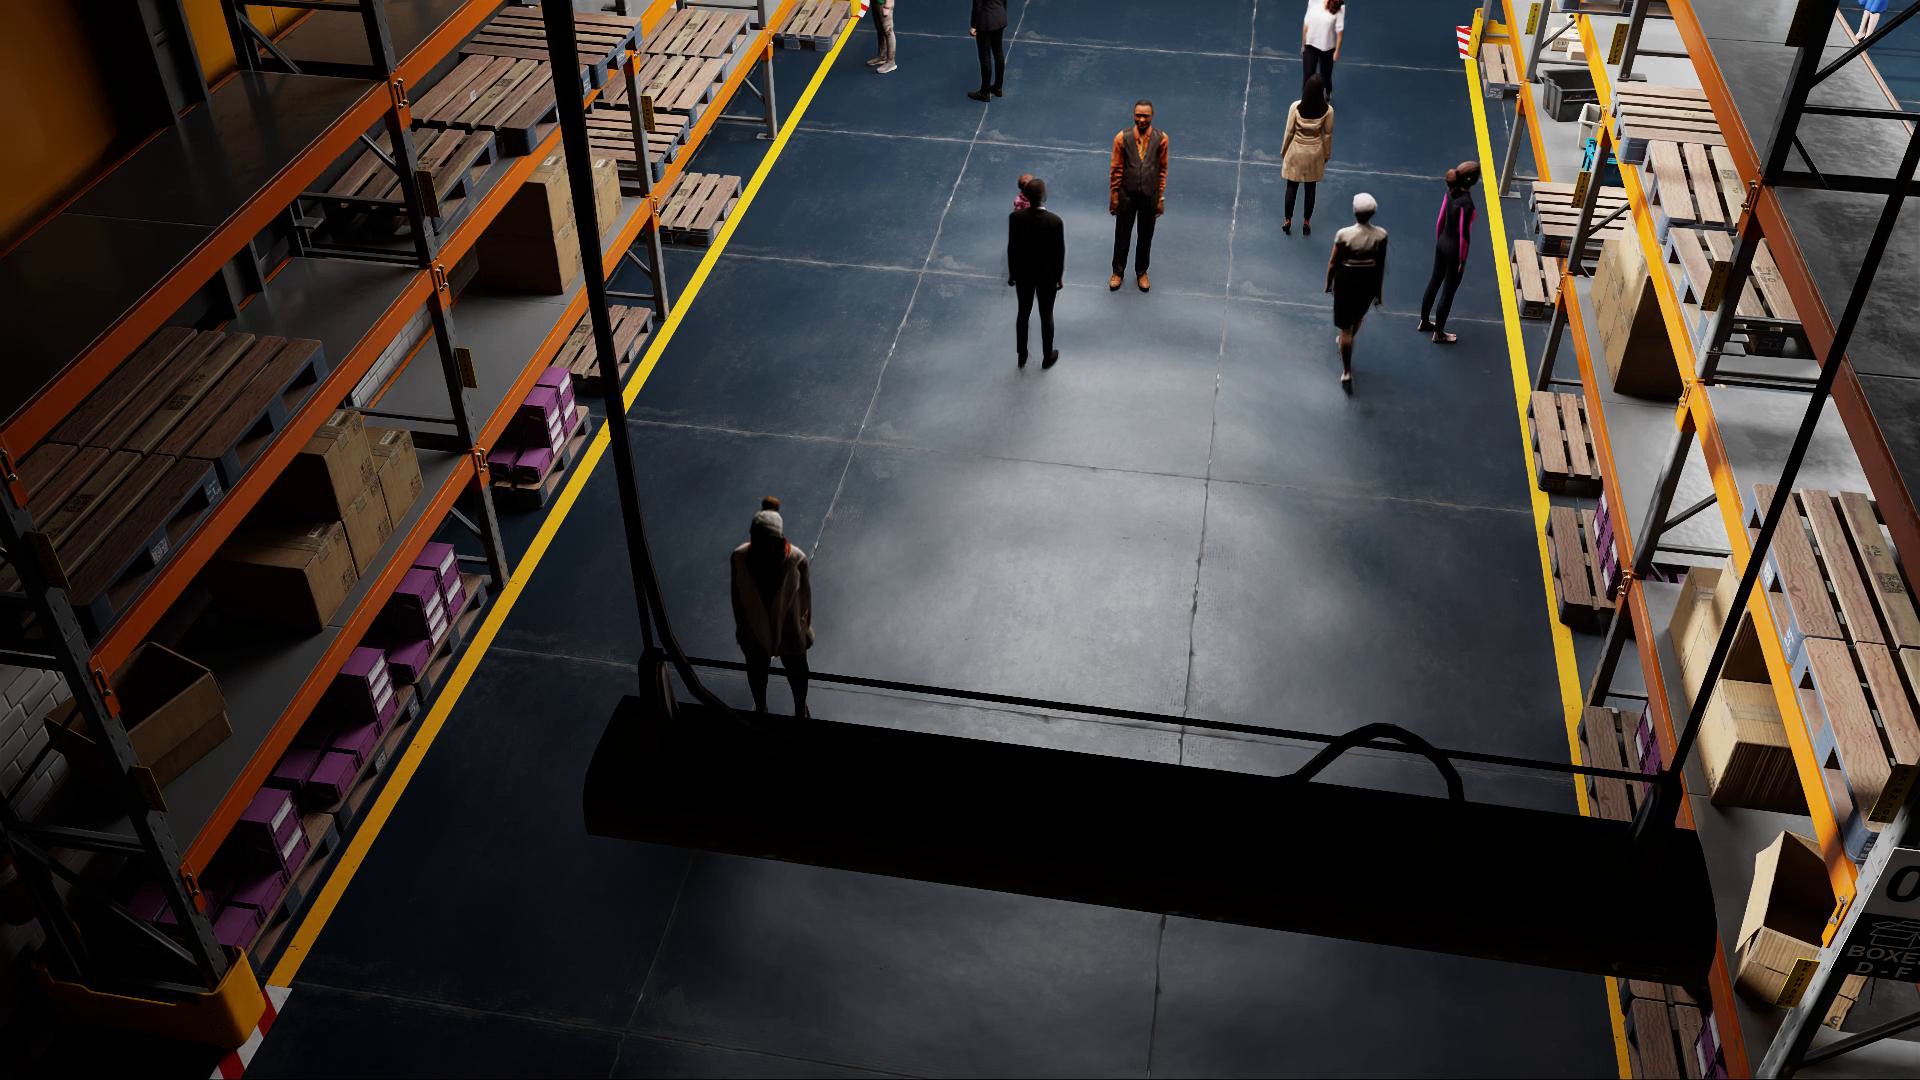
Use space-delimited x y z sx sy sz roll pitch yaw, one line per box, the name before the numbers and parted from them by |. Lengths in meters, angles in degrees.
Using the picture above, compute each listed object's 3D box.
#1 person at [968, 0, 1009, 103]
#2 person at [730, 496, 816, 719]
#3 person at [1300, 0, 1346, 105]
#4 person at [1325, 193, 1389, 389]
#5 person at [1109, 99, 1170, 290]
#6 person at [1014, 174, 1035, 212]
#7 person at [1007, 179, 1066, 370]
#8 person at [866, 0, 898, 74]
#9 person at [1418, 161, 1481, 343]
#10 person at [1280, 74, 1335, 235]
person | 0.347 -6.023 19.227 0.755 1.893 0.850 -31 48 -33
person | -1.236 0.512 11.049 0.745 1.887 0.729 -1 39 -1
person | 4.076 -5.538 18.707 0.790 1.783 0.985 19 42 22
person | 3.457 -2.115 14.480 0.747 1.709 1.062 0 39 1
person | 1.689 -3.281 15.781 0.729 1.908 0.645 1 39 2
person | 0.639 -3.117 16.287 0.491 1.020 0.555 -27 46 -30
person | 0.671 -2.340 14.689 0.675 1.800 0.592 10 40 12
person | -0.926 -6.478 19.990 0.722 1.651 0.644 -19 42 -22
person | 4.461 -2.631 15.094 0.707 1.750 0.612 -12 40 -15
person | 3.462 -3.860 16.688 0.645 1.681 0.500 6 39 8
